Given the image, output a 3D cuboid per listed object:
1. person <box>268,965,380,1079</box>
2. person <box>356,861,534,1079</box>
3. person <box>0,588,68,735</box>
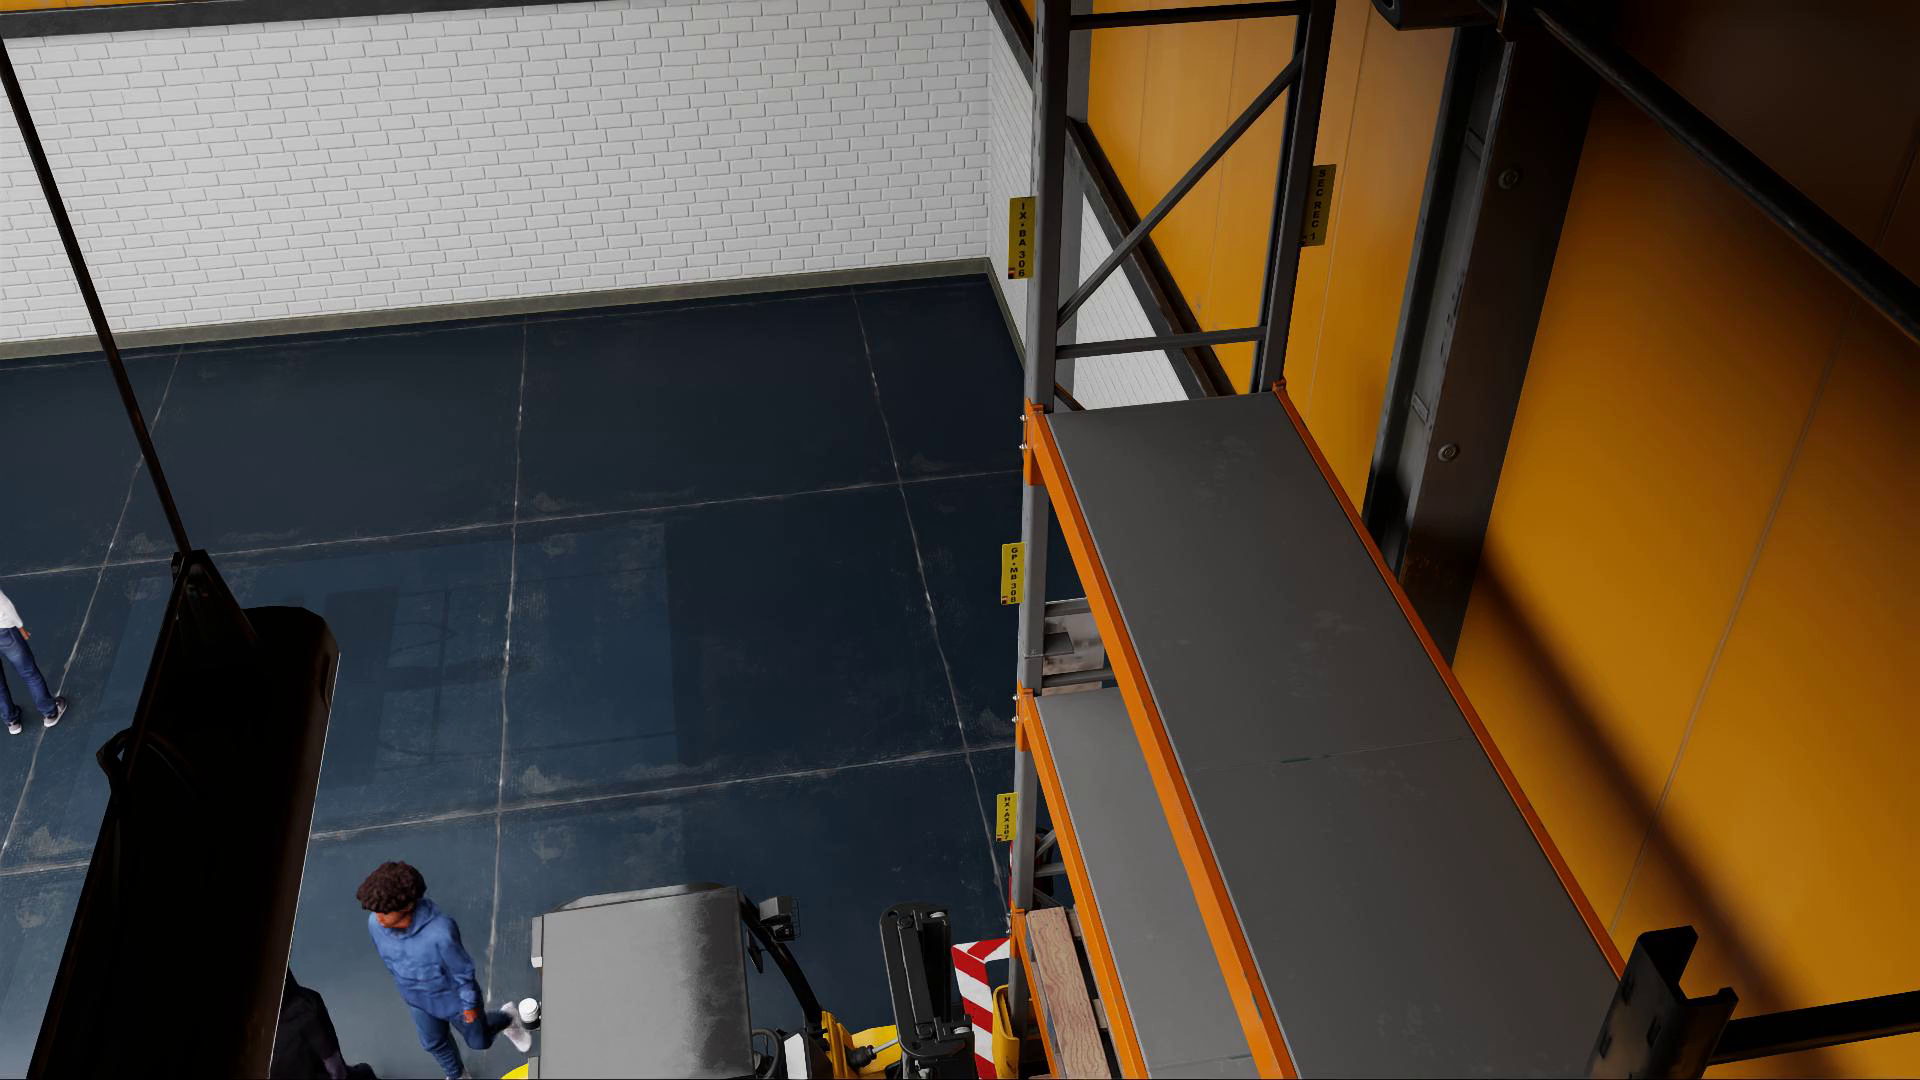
[{"bbox_3d":[-3.208,2.524,8.198,0.752,1.598,1.109,1,39,1],"label":"person"},{"bbox_3d":[-2.603,2.215,8.433,0.907,1.788,1.021,8,39,10],"label":"person"},{"bbox_3d":[-6.193,0.604,10.633,0.544,1.559,0.548,-10,40,-12],"label":"person"}]
